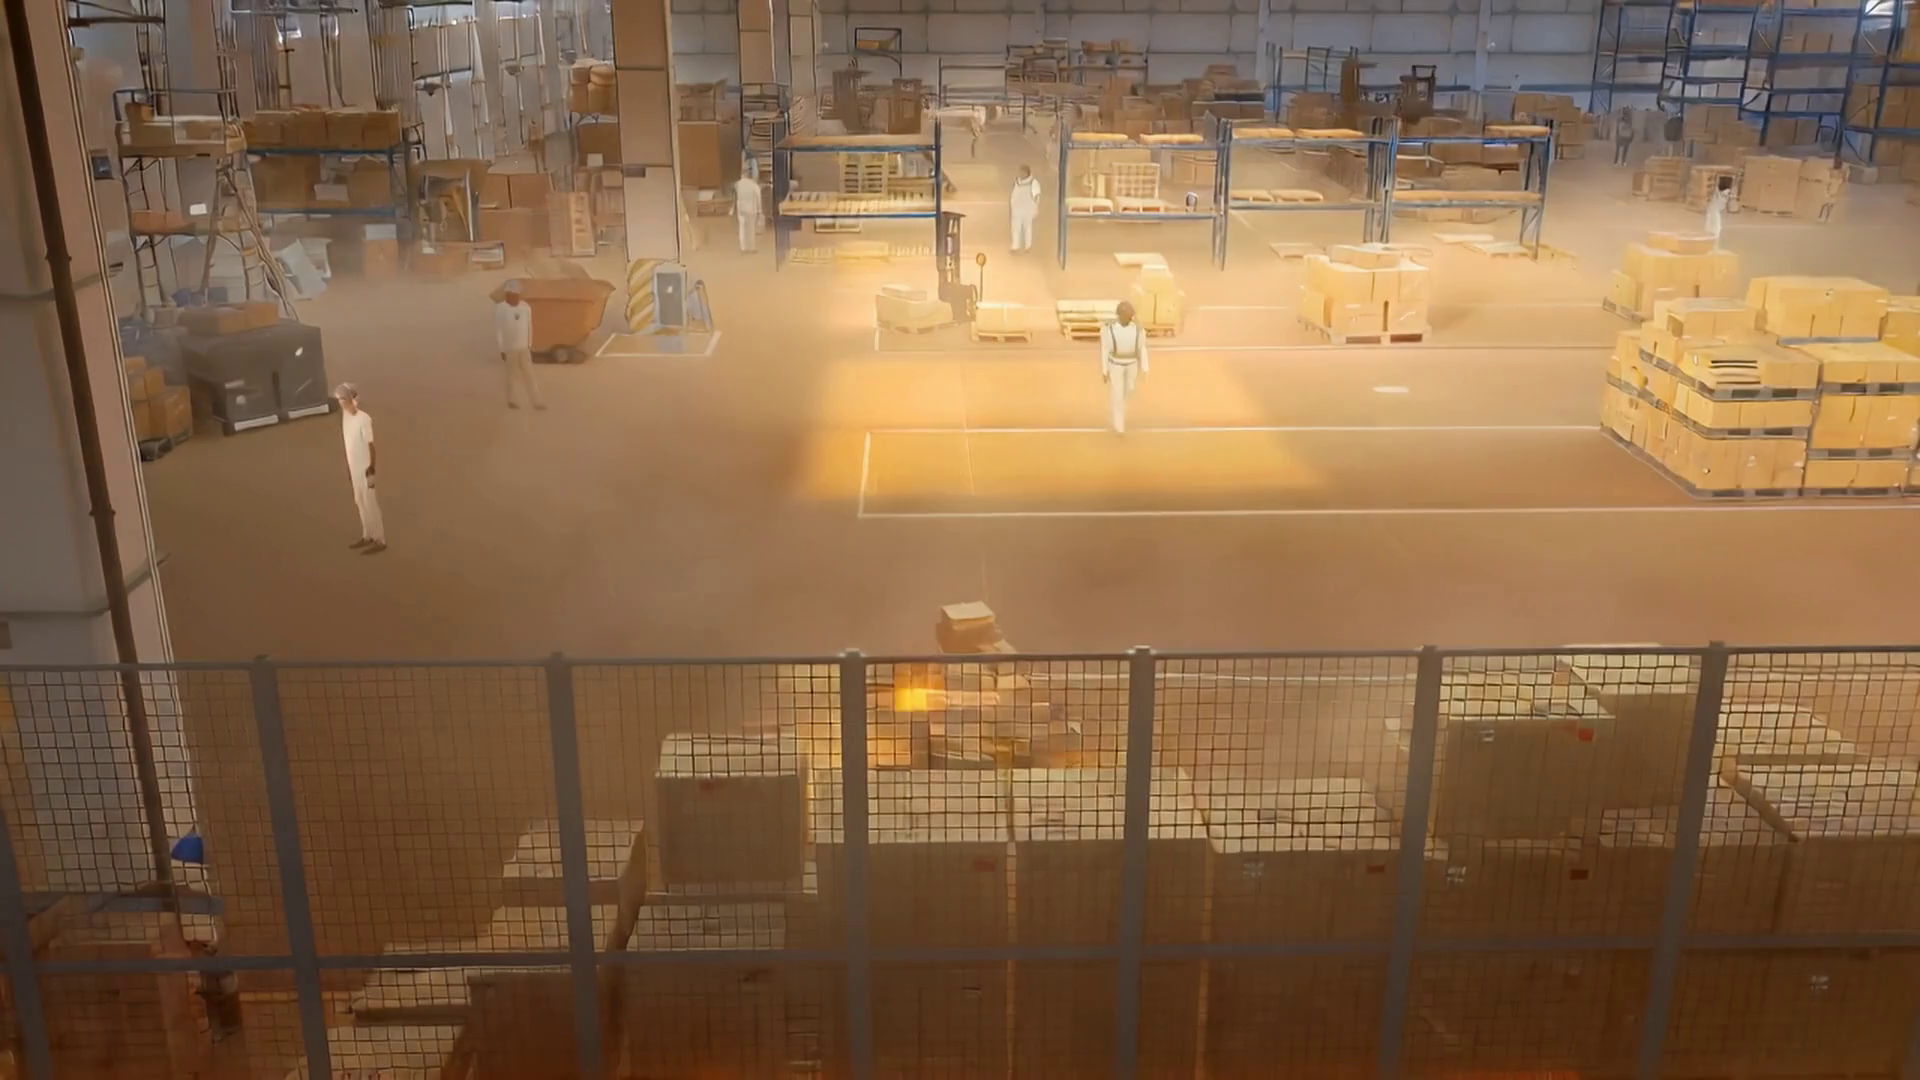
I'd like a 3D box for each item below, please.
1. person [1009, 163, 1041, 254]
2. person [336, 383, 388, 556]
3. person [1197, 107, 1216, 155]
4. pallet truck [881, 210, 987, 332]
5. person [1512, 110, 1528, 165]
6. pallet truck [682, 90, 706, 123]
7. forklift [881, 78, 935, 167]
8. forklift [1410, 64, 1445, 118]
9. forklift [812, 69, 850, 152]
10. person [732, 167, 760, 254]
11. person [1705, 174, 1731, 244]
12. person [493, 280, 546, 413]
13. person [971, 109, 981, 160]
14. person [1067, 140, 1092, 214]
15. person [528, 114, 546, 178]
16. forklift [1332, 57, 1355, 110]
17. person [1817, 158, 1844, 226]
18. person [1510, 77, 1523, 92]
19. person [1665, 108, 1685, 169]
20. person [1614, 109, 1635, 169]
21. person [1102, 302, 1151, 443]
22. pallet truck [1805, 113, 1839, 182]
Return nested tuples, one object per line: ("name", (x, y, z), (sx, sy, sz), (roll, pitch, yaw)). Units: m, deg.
("person", (1.402, -7.396, 37.106), (0.700, 2.000, 0.846), (7, 20, 20))
("person", (-6.376, -0.755, 17.677), (0.534, 1.864, 0.310), (17, 25, 40))
("person", (8.128, -13.314, 54.915), (0.642, 1.894, 1.040), (2, 19, 7))
("pallet truck", (-0.493, -4.759, 29.349), (1.885, 1.965, 0.823), (-13, 23, -34))
("person", (18.451, -13.329, 55.092), (0.925, 1.794, 0.635), (2, 19, 7))
("pallet truck", (-9.671, -15.907, 62.421), (0.823, 1.965, 1.885), (5, 19, 15))
("forklift", (-1.707, -13.628, 54.300), (1.129, 2.768, 1.873), (-11, 21, -29))
("forklift", (17.529, -16.593, 63.096), (1.873, 2.768, 1.129), (-16, 25, -40))
("forklift", (-4.282, -15.366, 59.455), (1.873, 2.768, 1.129), (-10, 21, -28))
("person", (-4.770, -7.363, 37.177), (0.661, 1.933, 0.367), (4, 19, 12))
("person", (16.214, -6.875, 35.691), (0.381, 1.956, 0.606), (1, 19, 4))
("person", (-6.229, -2.708, 23.439), (0.590, 1.890, 0.902), (-12, 22, -32))
("person", (0.537, -13.895, 56.917), (0.318, 1.697, 0.533), (6, 19, 17))
("person", (3.115, -9.460, 43.422), (0.657, 1.909, 0.830), (-2, 19, -5))
("person", (-13.115, -12.198, 51.531), (0.384, 1.923, 0.590), (12, 22, 32))
("forklift", (15.928, -18.471, 68.666), (1.873, 2.768, 1.129), (-1, 19, -1))
("person", (21.738, -8.671, 41.446), (0.532, 1.686, 0.334), (-8, 20, -22))
("person", (23.899, -18.933, 71.559), (0.554, 1.903, 0.962), (6, 20, 18))
("person", (23.048, -12.952, 53.714), (0.611, 1.961, 0.762), (12, 22, 31))
("person", (21.579, -13.056, 54.101), (0.595, 1.914, 0.384), (-1, 19, -3))
("person", (2.213, -2.219, 22.042), (0.599, 1.839, 0.941), (-4, 19, -12))
("pallet truck", (26.403, -11.957, 50.702), (0.823, 1.965, 1.885), (6, 19, 16))
